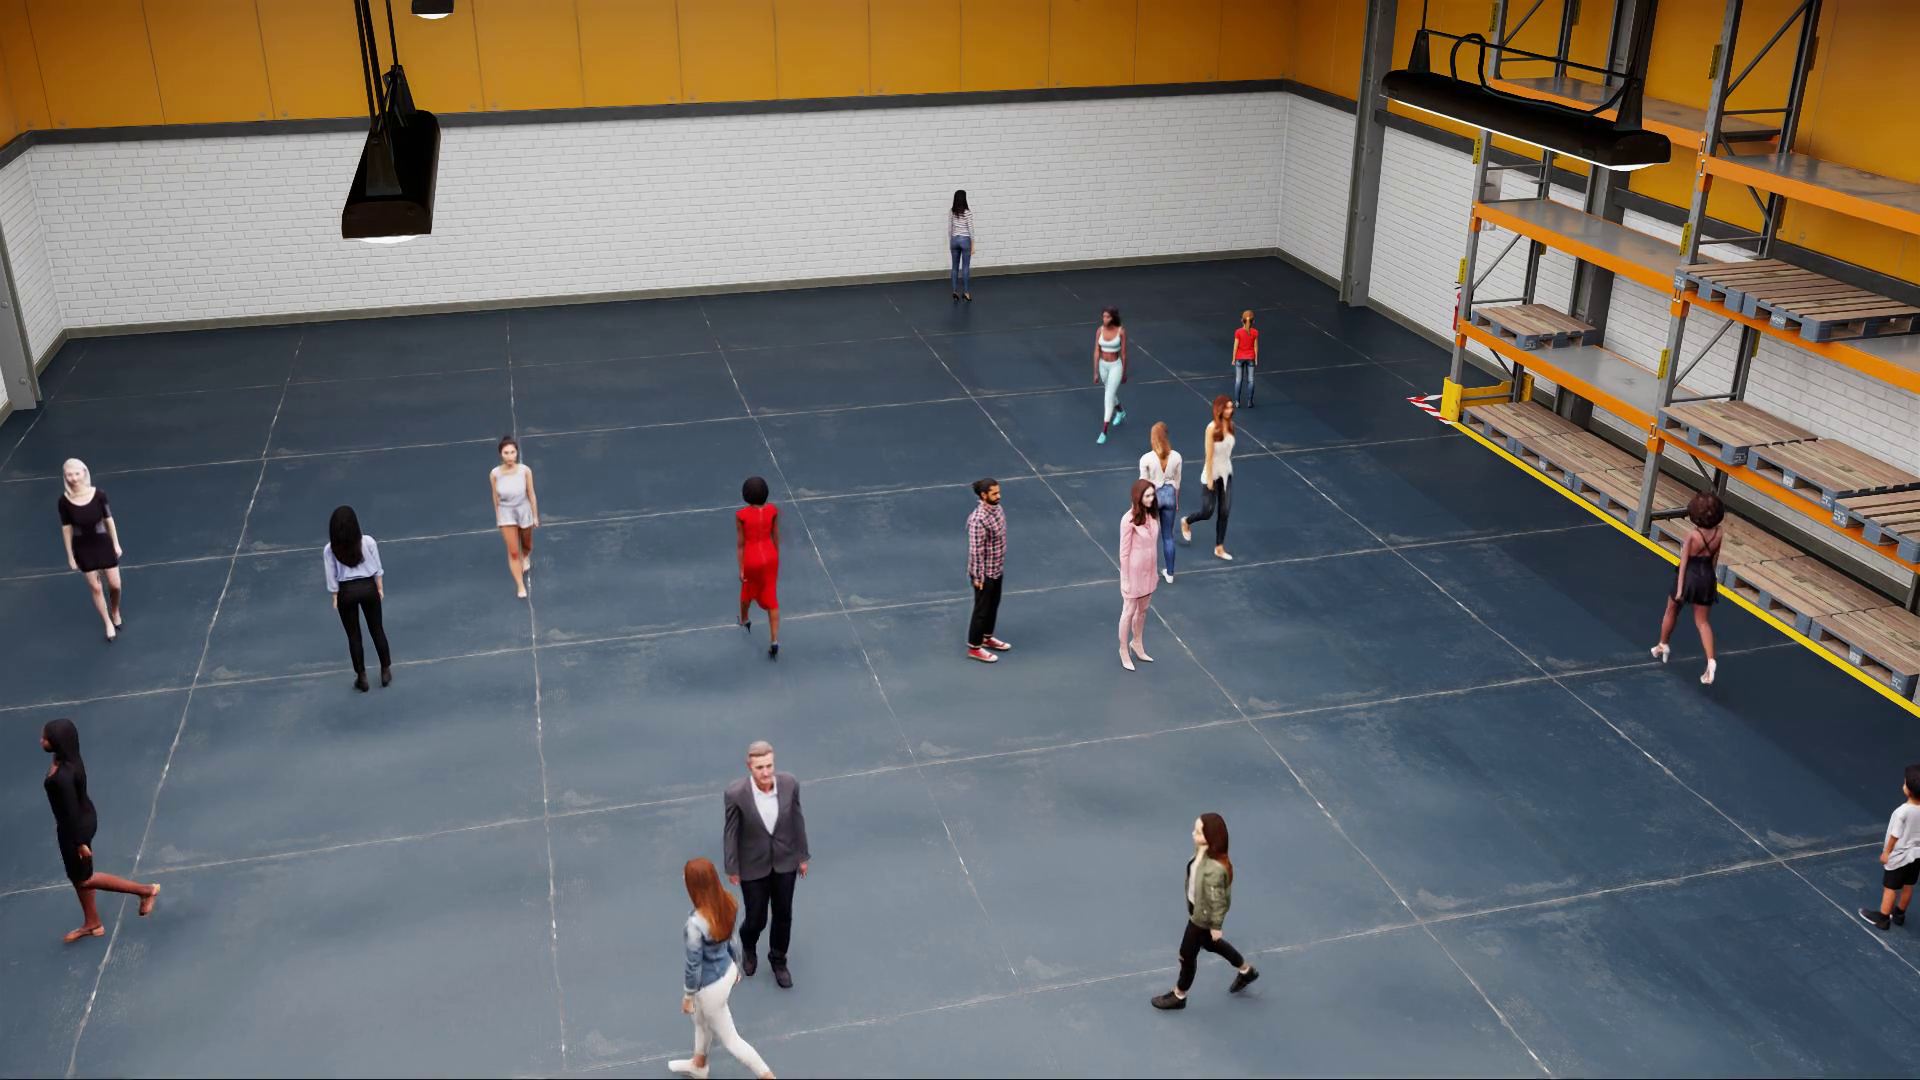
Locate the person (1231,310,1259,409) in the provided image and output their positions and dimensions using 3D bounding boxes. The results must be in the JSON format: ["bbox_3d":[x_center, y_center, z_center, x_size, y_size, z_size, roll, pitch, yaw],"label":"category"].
[{"bbox_3d":[3.746,-2.375,21.832,0.548,1.311,0.576,2,24,4],"label":"person"}]

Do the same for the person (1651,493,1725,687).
[{"bbox_3d":[6.581,0.467,14.776,0.699,1.754,1.145,-2,24,-3],"label":"person"}]

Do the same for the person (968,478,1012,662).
[{"bbox_3d":[0.253,0.242,15.286,0.837,1.759,0.745,9,25,20],"label":"person"}]

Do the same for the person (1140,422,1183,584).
[{"bbox_3d":[2.006,-0.366,16.724,0.597,1.720,0.496,-6,24,-14],"label":"person"}]

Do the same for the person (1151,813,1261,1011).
[{"bbox_3d":[1.652,2.396,10.738,0.757,1.454,0.940,-2,24,-5],"label":"person"}]

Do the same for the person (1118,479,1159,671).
[{"bbox_3d":[1.612,0.297,15.105,0.685,1.803,0.674,-20,31,-38],"label":"person"}]

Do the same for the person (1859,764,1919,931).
[{"bbox_3d":[6.577,2.140,11.570,0.500,1.257,0.489,-8,25,-18],"label":"person"}]

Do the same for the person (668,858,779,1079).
[{"bbox_3d":[-1.375,2.658,9.872,1.035,1.669,1.120,6,24,14],"label":"person"}]

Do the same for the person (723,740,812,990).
[{"bbox_3d":[-1.289,2.086,10.988,0.784,1.823,0.764,-11,26,-23],"label":"person"}]

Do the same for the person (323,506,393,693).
[{"bbox_3d":[-5.320,0.511,14.691,0.695,1.743,0.629,-13,27,-27],"label":"person"}]

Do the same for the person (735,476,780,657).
[{"bbox_3d":[-1.807,0.278,15.264,0.672,1.710,1.061,-10,26,-22],"label":"person"}]

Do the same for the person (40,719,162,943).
[{"bbox_3d":[-5.951,1.979,11.378,0.772,1.706,0.881,-11,26,-23],"label":"person"}]

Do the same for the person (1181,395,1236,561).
[{"bbox_3d":[2.615,-0.674,17.372,0.783,1.765,1.016,-16,28,-33],"label":"person"}]

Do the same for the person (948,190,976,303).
[{"bbox_3d":[0.013,-4.687,26.514,0.648,1.796,0.691,11,26,24],"label":"person"}]

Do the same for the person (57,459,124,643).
[{"bbox_3d":[-8.125,0.074,15.593,0.684,1.820,0.698,-13,27,-28],"label":"person"}]

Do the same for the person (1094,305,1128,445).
[{"bbox_3d":[1.907,-2.106,20.763,1.093,1.674,1.180,12,26,26],"label":"person"}]

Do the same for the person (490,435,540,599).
[{"bbox_3d":[-4.460,-0.270,16.679,0.581,1.582,0.996,-8,25,-17],"label":"person"}]
